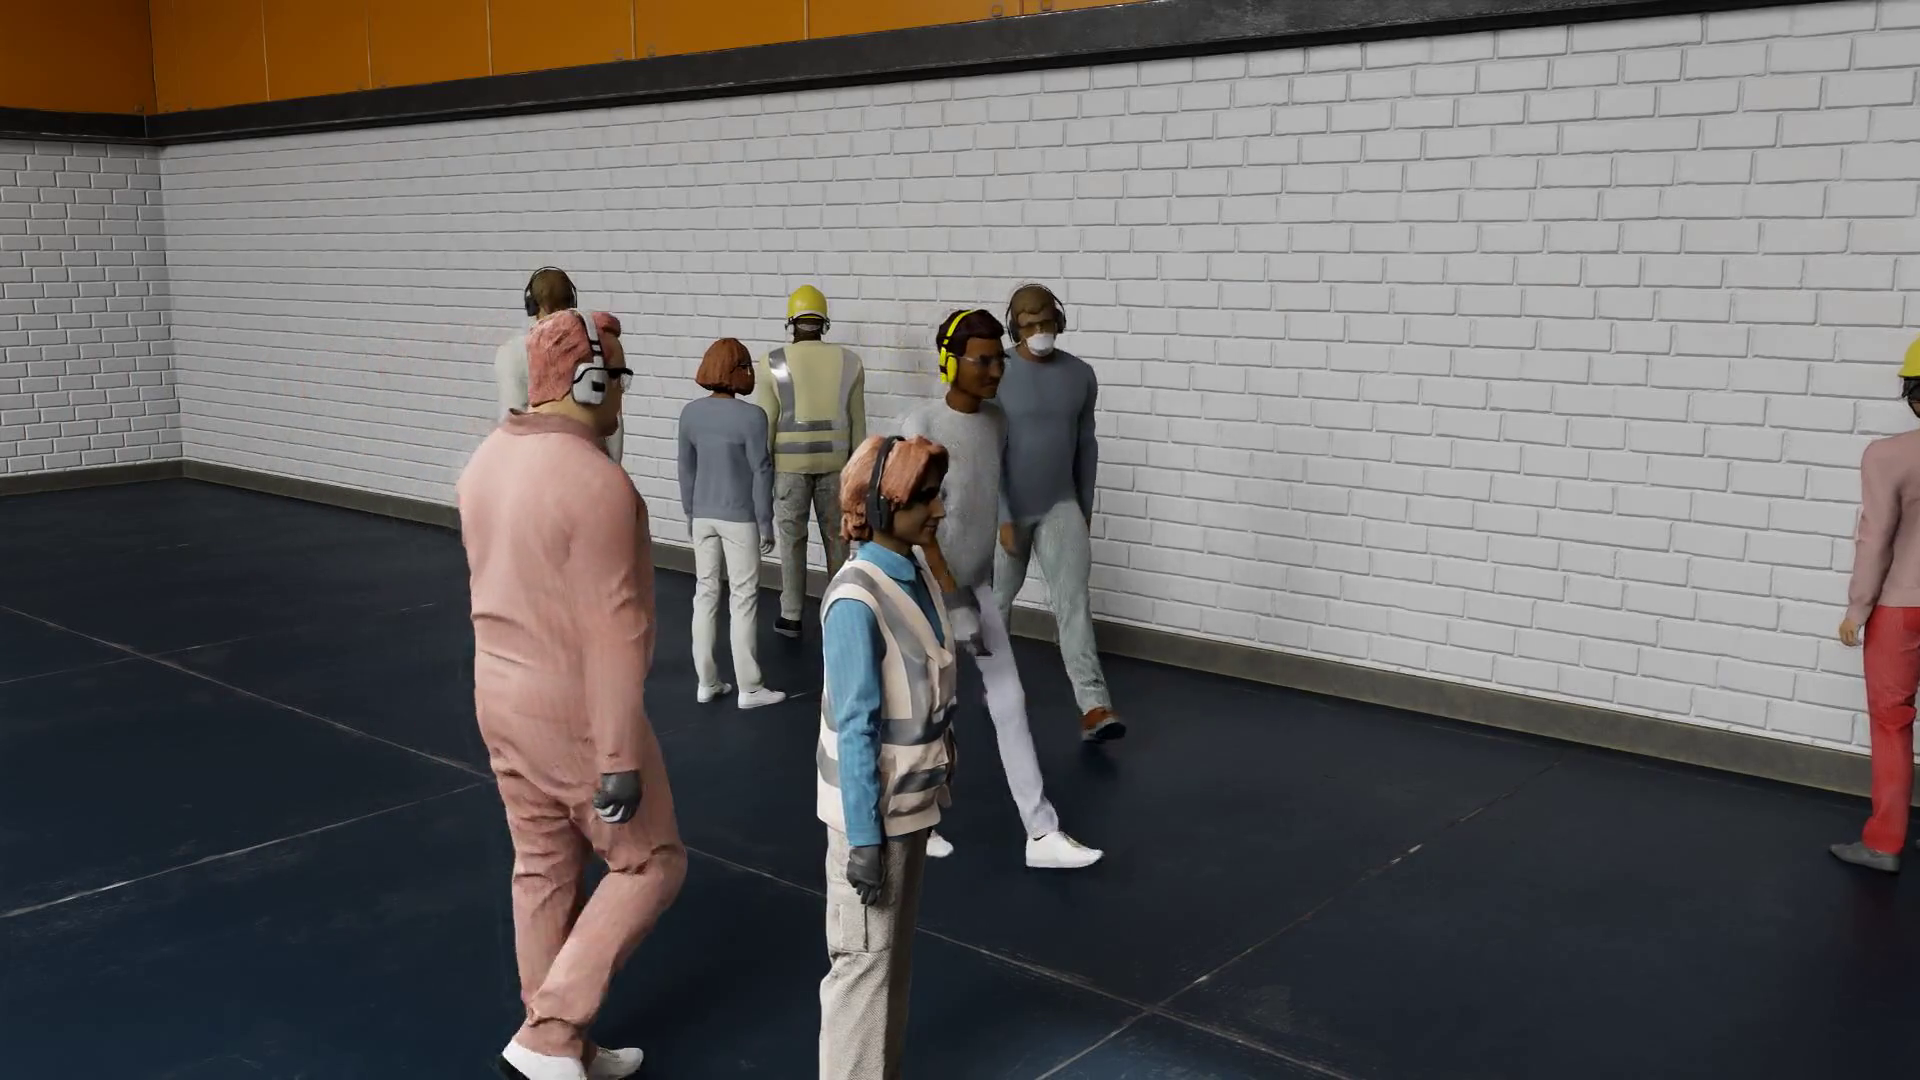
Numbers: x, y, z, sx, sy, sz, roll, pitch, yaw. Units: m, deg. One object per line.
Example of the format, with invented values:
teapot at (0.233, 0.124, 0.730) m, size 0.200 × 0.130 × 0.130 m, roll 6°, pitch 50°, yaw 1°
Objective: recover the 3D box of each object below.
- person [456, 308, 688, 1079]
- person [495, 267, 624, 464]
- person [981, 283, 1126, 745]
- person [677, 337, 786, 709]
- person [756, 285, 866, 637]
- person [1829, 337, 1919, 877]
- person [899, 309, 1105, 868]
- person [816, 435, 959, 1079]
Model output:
person at (-0.895, 0.414, 3.857) m, size 0.646 × 1.889 × 0.431 m, roll 10°, pitch 14°, yaw 43°
person at (-1.841, -0.287, 7.711) m, size 0.635 × 1.936 × 0.352 m, roll -9°, pitch 13°, yaw -42°
person at (0.334, -0.106, 6.856) m, size 0.635 × 1.866 × 1.079 m, roll -4°, pitch 11°, yaw -23°
person at (-1.023, -0.074, 7.356) m, size 0.501 × 1.633 × 0.285 m, roll 6°, pitch 12°, yaw 33°
person at (-0.787, -0.408, 8.694) m, size 0.602 × 1.830 × 0.404 m, roll -4°, pitch 11°, yaw -22°
person at (3.101, 0.208, 5.383) m, size 0.533 × 1.767 × 0.325 m, roll -1°, pitch 10°, yaw -8°
person at (0.067, 0.187, 5.328) m, size 0.908 × 1.822 × 0.508 m, roll 10°, pitch 14°, yaw 44°
person at (-0.157, 0.589, 3.569) m, size 0.310 × 1.638 × 0.522 m, roll 2°, pitch 10°, yaw 11°
